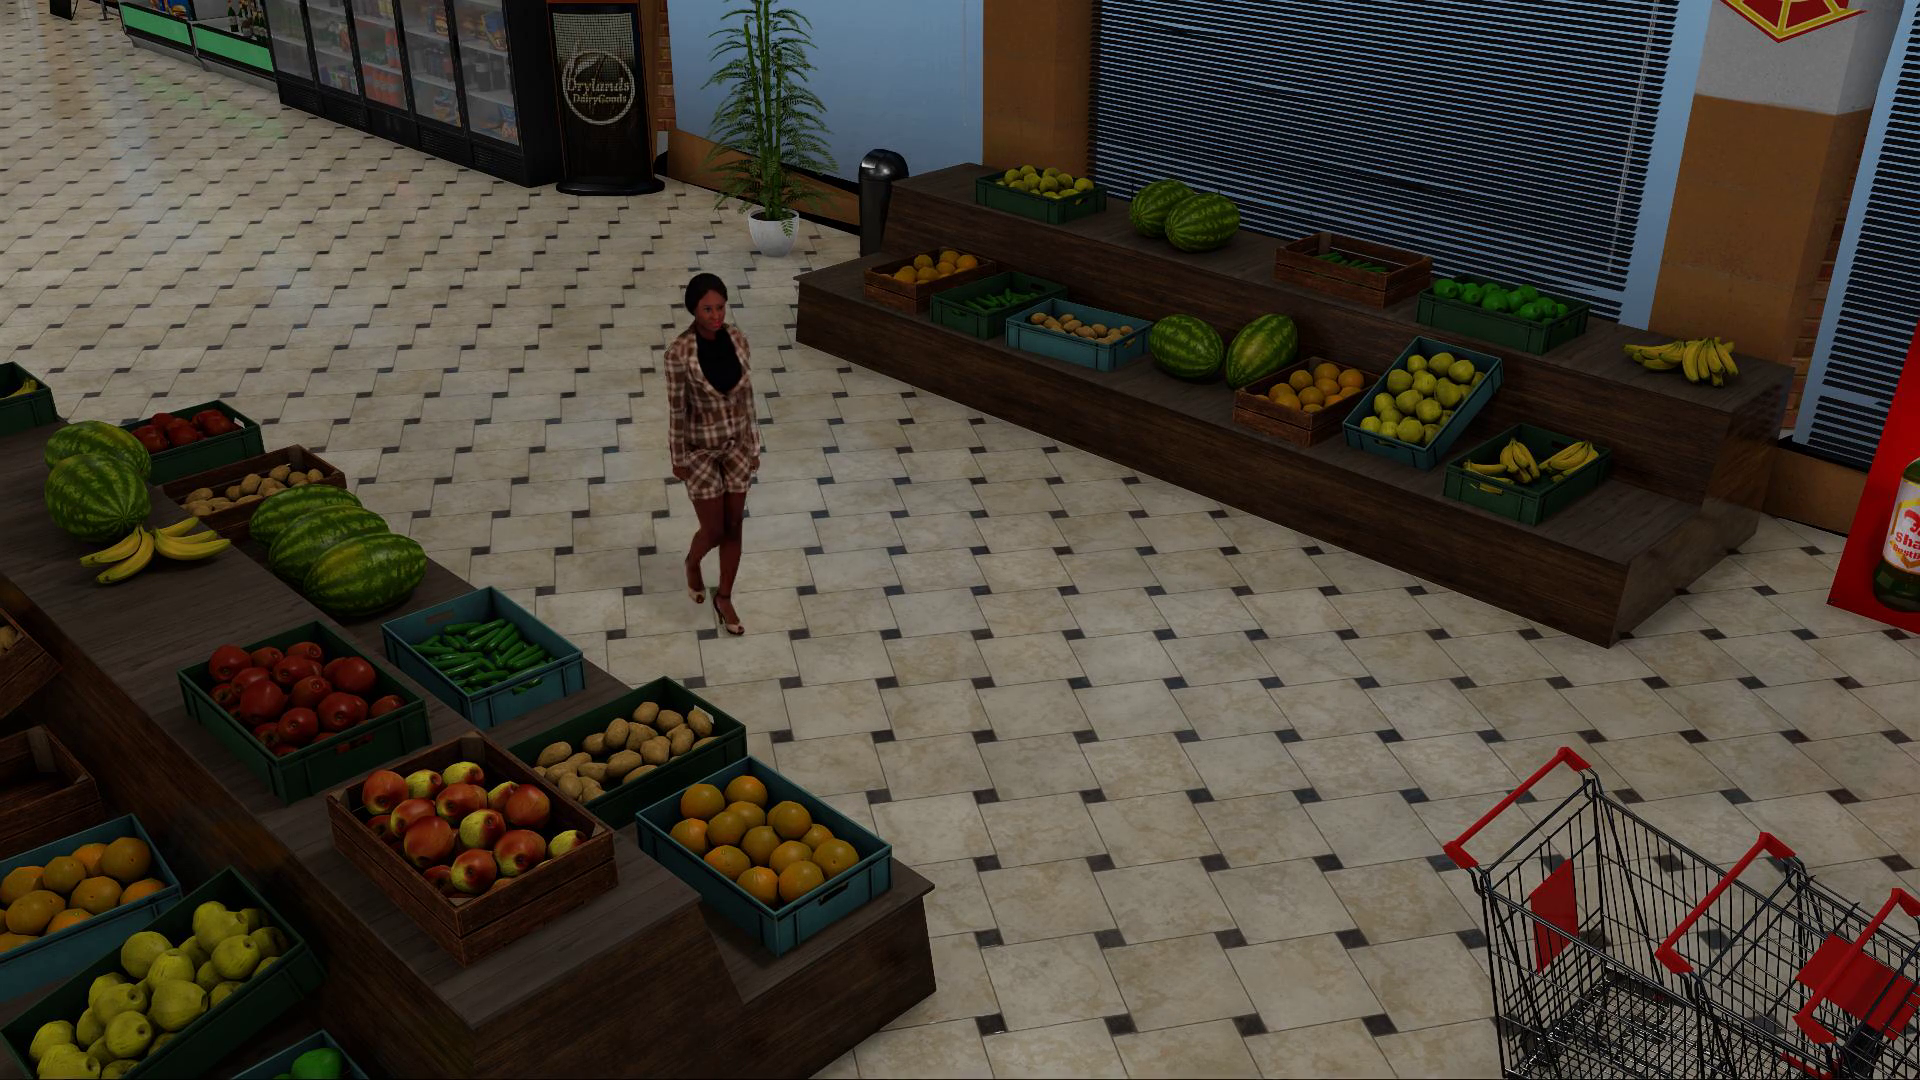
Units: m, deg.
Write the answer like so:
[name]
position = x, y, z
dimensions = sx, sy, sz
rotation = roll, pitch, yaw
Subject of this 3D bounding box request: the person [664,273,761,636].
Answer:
[person]
position = -1.177, -0.410, 7.778
dimensions = 0.623, 1.784, 0.714
rotation = -18, 32, -32
